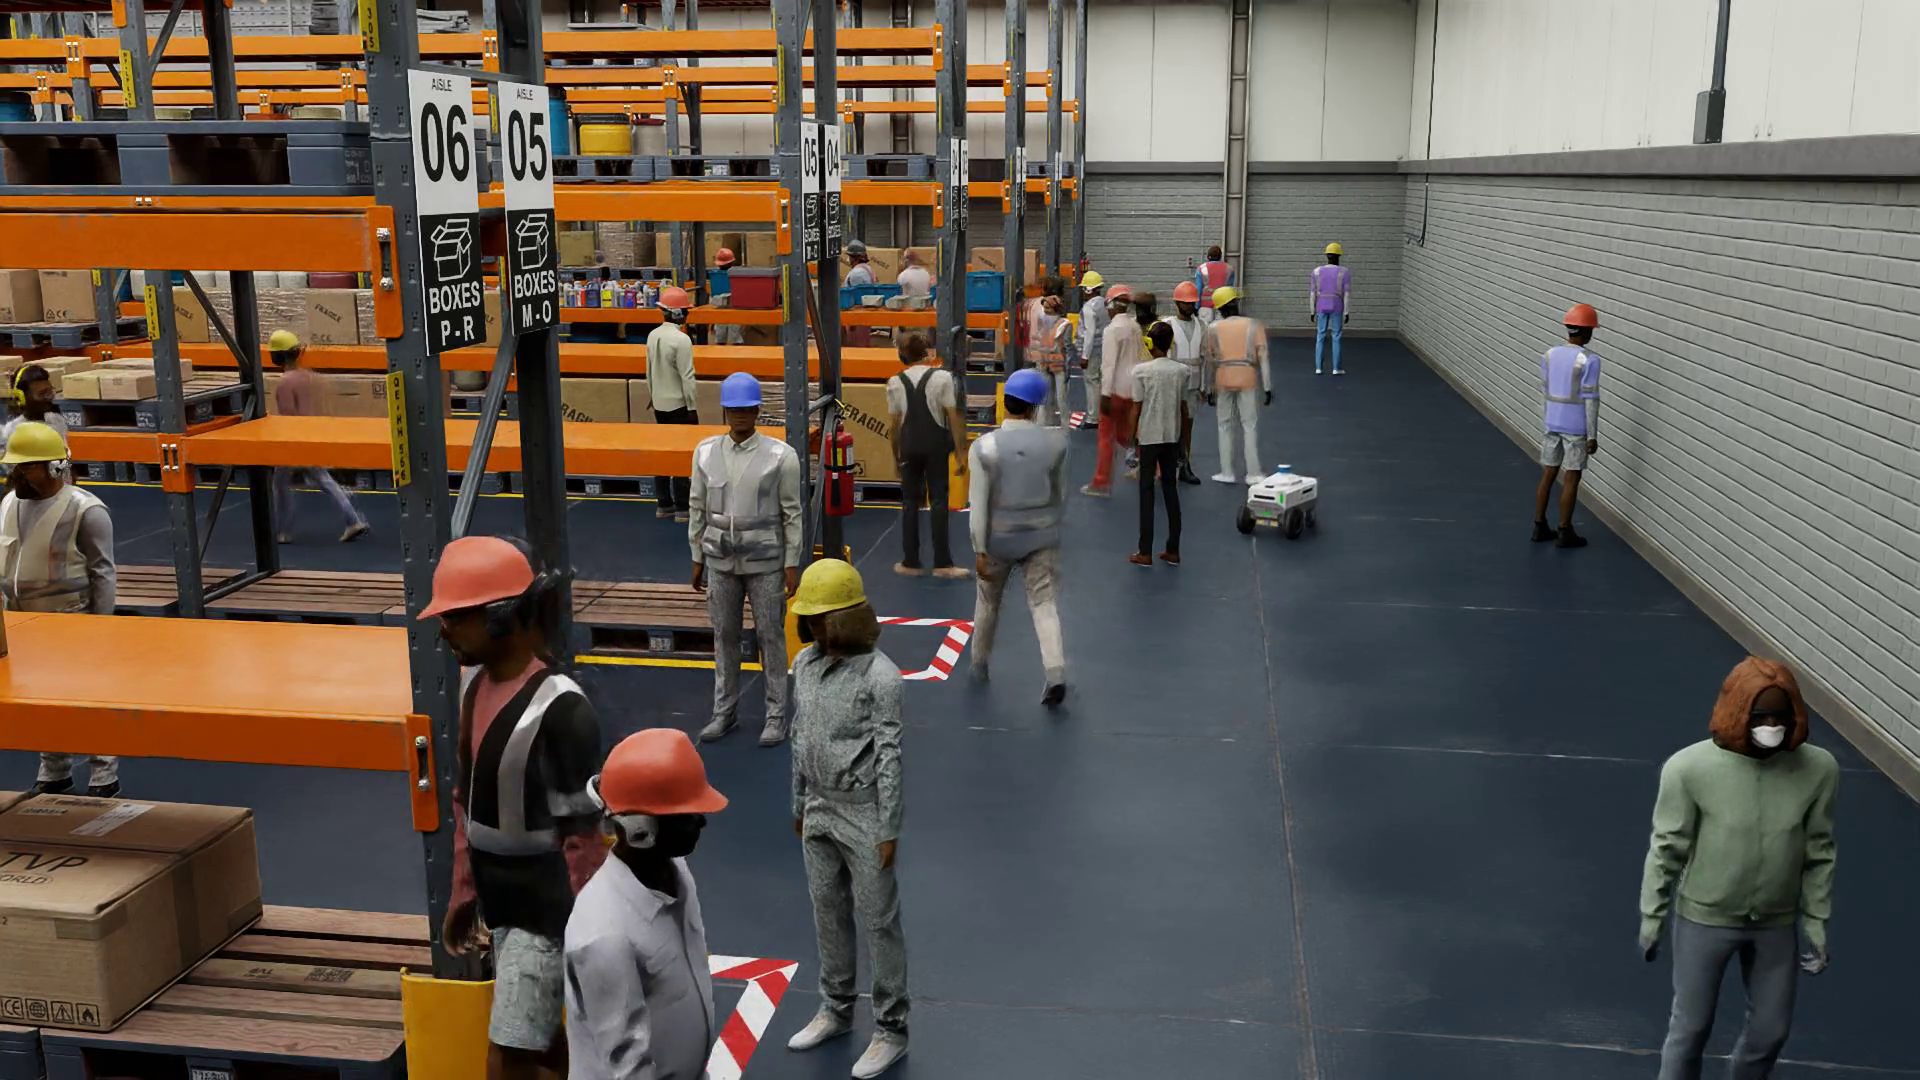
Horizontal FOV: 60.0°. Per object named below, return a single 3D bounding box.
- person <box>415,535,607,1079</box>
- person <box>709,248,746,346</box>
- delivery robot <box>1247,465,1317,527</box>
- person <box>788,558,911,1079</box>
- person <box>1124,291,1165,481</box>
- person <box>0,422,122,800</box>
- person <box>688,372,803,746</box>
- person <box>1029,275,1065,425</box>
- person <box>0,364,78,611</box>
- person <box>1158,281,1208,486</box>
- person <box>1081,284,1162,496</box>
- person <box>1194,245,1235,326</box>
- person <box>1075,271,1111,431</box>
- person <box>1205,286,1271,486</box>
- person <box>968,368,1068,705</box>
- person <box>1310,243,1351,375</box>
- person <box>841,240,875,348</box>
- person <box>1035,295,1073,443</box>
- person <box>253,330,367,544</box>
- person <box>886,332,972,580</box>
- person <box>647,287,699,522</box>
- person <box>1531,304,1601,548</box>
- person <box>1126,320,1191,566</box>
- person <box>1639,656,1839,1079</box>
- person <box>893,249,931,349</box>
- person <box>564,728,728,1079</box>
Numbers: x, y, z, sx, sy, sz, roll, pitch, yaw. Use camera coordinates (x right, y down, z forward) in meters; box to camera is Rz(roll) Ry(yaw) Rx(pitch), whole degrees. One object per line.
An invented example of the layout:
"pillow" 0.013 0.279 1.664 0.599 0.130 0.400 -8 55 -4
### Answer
"person" -1.178 0.982 4.503 0.436 2.016 0.617 -9 15 -35
"person" -3.173 -3.004 22.693 0.543 1.928 0.373 3 13 15
"delivery robot" 2.666 -0.376 13.739 0.477 0.478 0.707 9 15 35
"person" -0.391 0.905 5.485 0.484 1.735 0.312 10 16 39
"person" 1.730 -1.488 16.108 0.652 1.808 0.847 11 17 41
"person" -4.189 0.363 7.702 0.588 1.835 0.403 4 13 16
"person" -1.115 0.099 8.625 0.614 1.950 0.375 3 13 14
"person" 1.032 -2.012 18.443 0.511 1.824 0.664 -3 13 -14
"person" -5.505 -0.139 9.934 0.759 1.852 0.521 2 13 9
"person" 2.110 -1.475 15.762 0.543 1.939 0.370 -5 13 -22
"person" 1.528 -1.357 15.219 0.713 1.949 0.691 8 15 31
"person" 3.890 -3.597 25.563 0.633 1.841 0.429 -2 13 -9
"person" 1.520 -2.165 19.118 0.404 1.832 0.592 6 14 26
"person" 2.687 -1.463 15.856 0.758 1.875 0.445 3 13 15
"person" 0.324 -0.029 9.368 0.582 1.879 0.943 -2 13 -10
"person" 5.433 -3.379 24.402 0.585 1.921 0.383 6 14 26
"person" -1.437 -3.083 22.789 0.538 2.000 0.689 2 13 11
"person" 1.033 -1.864 18.222 0.527 1.630 0.314 12 17 44
"person" -5.219 -0.813 13.256 0.870 1.729 0.524 2 13 8
"person" -0.202 -0.605 12.163 0.676 1.812 0.363 3 13 12
"person" -2.419 -1.156 14.196 0.391 1.992 0.623 -11 17 -41
"person" 4.858 -0.904 13.211 0.380 1.929 0.542 -6 14 -26
"person" 1.499 -0.726 12.577 0.498 1.861 0.332 -5 14 -22
"person" 2.233 1.110 4.821 0.516 1.622 0.310 0 12 1
"person" -0.722 -3.122 23.314 0.643 1.885 0.665 12 17 42
"person" -0.661 1.274 3.799 0.423 1.740 0.585 3 13 13
